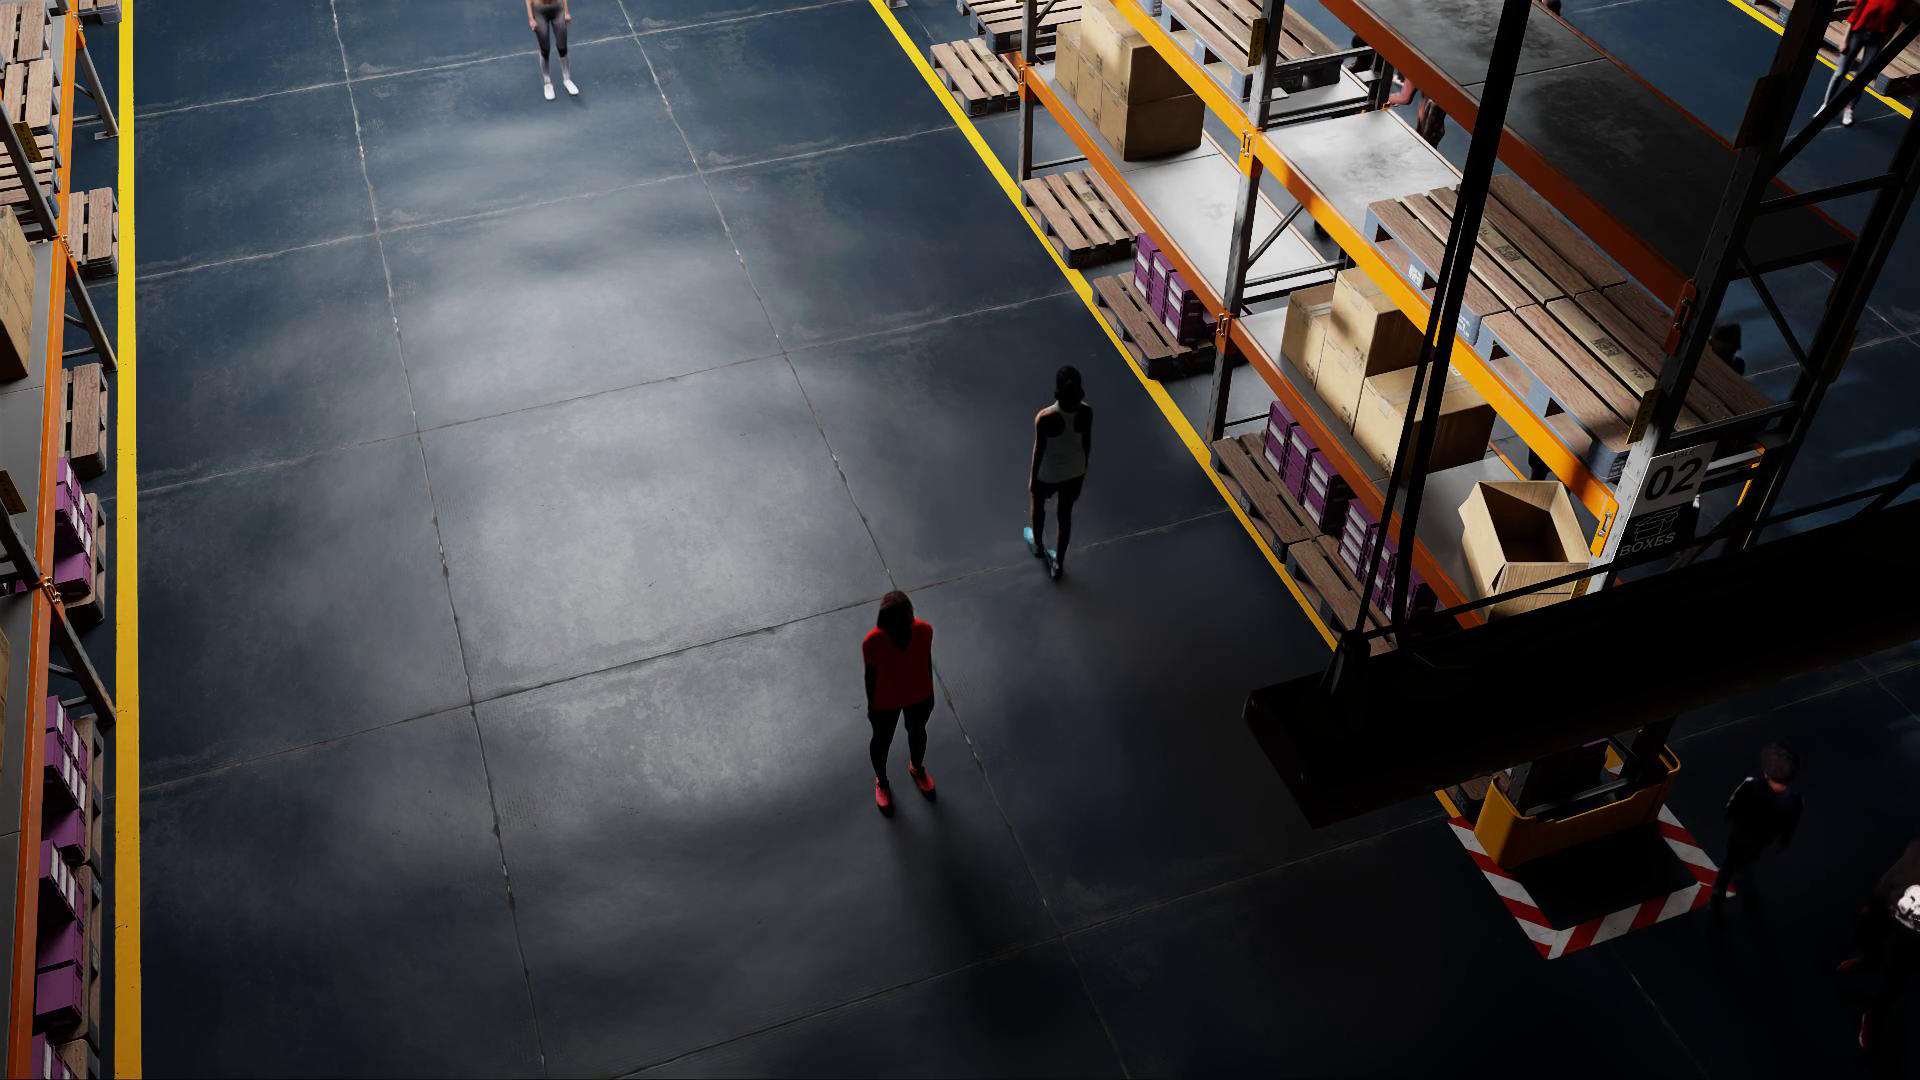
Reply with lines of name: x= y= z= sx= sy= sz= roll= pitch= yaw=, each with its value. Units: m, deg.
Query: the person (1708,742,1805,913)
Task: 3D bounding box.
person: x=4.569 y=1.684 z=9.586 sx=0.868 sy=1.198 sz=0.878 roll=25 pitch=49 yaw=24

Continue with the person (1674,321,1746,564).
person: x=5.089 y=-0.797 z=11.726 sx=0.935 sy=1.838 sz=1.238 roll=-1 pitch=44 yaw=-1

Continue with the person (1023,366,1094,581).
person: x=0.705 y=-0.411 z=11.381 sx=0.664 sy=1.754 sz=0.774 roll=-10 pitch=45 yaw=-10

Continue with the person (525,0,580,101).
person: x=-4.071 y=-5.211 z=16.458 sx=0.587 sy=1.702 sz=0.534 roll=-19 pitch=47 yaw=-19

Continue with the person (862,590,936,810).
person: x=-0.365 y=0.938 z=10.009 sx=0.587 sy=1.694 sz=0.520 roll=-15 pitch=46 yaw=-15

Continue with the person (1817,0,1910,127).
person: x=8.747 y=-4.823 z=16.054 sx=0.696 sy=1.698 sz=0.753 roll=17 pitch=46 yaw=17

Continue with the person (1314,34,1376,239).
person: x=3.420 y=-3.583 z=14.608 sx=0.665 sy=1.897 sz=0.577 roll=-18 pitch=46 yaw=-18

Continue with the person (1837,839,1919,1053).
person: x=5.092 y=2.005 z=8.923 sx=0.823 sy=1.647 sz=0.842 roll=30 pitch=51 yaw=28
